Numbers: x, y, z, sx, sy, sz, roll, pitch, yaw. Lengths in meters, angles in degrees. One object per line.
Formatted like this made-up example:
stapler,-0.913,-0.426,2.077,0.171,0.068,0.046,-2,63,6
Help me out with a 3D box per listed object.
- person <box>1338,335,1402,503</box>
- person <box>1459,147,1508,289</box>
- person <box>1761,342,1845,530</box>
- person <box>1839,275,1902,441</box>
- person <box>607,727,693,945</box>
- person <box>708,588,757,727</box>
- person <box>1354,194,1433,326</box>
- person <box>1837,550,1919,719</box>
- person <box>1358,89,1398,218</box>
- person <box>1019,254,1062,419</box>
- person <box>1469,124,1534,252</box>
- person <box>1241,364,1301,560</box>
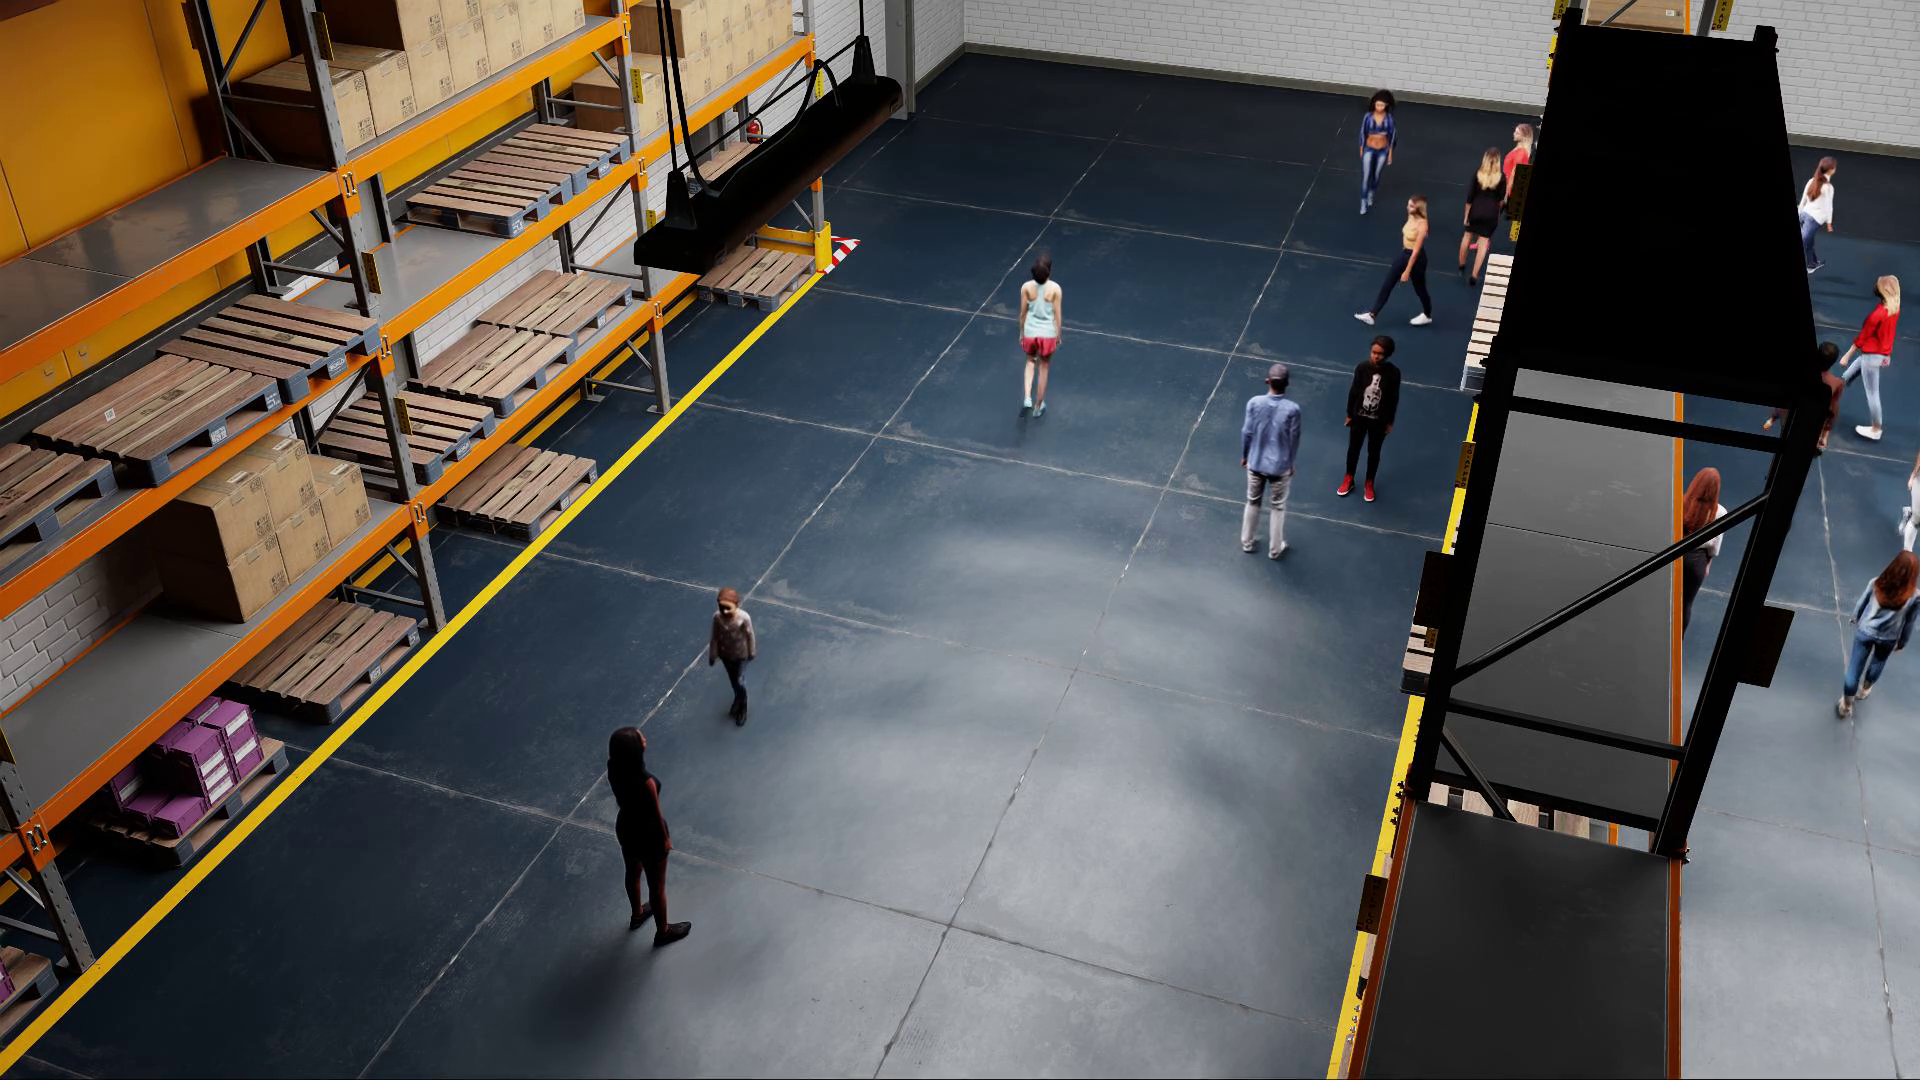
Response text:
person,3.833,-1.157,15.512,0.604,1.671,0.513,12,35,17
person,6.096,-3.730,19.394,0.593,1.658,0.785,10,35,14
person,7.654,-0.909,15.076,0.880,1.739,1.132,0,34,0
person,9.076,-1.748,16.413,1.133,1.658,1.038,-24,41,-32
person,-2.074,1.906,10.840,0.657,1.741,0.632,25,41,33
person,-1.749,0.835,12.956,0.516,1.182,0.594,7,34,11
person,5.093,-3.051,18.451,1.049,1.572,1.155,-6,34,-9
person,7.064,0.759,12.821,0.652,1.459,0.788,17,37,23
person,5.350,-4.996,21.368,0.710,1.581,1.030,7,34,10
person,0.792,-2.012,16.720,0.585,1.757,0.698,9,35,13
person,6.760,-4.158,20.038,0.695,1.658,1.094,8,34,12
person,2.723,-0.690,14.616,0.657,1.886,0.582,14,36,20
